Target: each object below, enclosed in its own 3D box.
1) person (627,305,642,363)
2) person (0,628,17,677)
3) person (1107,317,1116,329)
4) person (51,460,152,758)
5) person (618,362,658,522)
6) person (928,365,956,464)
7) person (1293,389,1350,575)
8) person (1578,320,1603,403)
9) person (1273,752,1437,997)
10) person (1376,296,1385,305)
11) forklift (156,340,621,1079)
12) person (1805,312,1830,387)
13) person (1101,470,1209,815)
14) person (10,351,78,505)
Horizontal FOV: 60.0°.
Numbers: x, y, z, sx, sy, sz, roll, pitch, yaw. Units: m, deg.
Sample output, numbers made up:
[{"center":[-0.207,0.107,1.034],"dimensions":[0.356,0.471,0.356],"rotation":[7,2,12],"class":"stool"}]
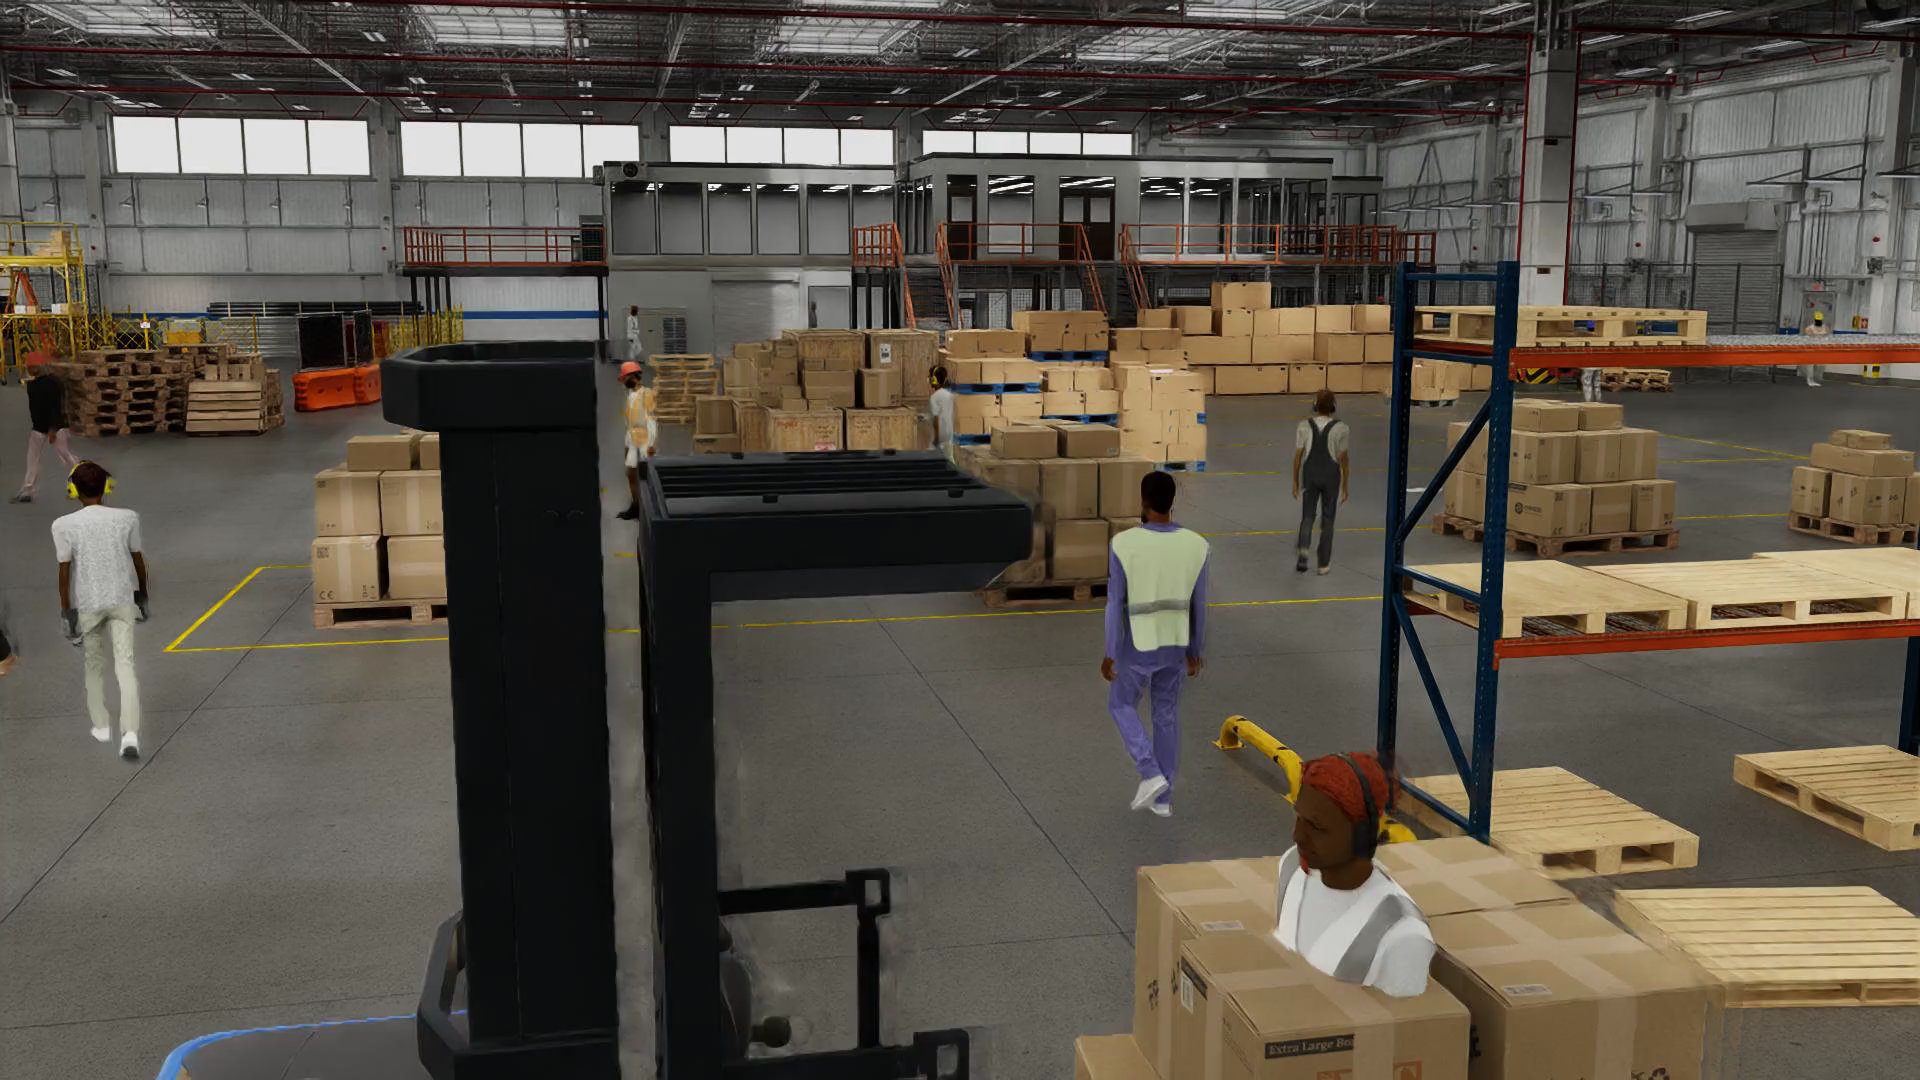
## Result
[{"center":[-9.733,-6.068,49.684],"dimensions":[0.423,1.868,0.607],"rotation":[2,9,9],"class":"person"},{"center":[-7.278,0.058,11.823],"dimensions":[0.679,2.000,1.052],"rotation":[2,10,13],"class":"person"},{"center":[3.230,-3.795,35.620],"dimensions":[0.372,1.940,0.627],"rotation":[0,9,1],"class":"person"},{"center":[-5.280,0.419,10.287],"dimensions":[0.520,1.833,0.936],"rotation":[-5,11,-28],"class":"person"},{"center":[-3.763,-1.147,19.659],"dimensions":[0.361,1.896,0.571],"rotation":[-9,13,-44],"class":"person"},{"center":[-0.208,-1.216,20.294],"dimensions":[1.001,1.830,0.531],"rotation":[6,11,33],"class":"person"},{"center":[3.502,-0.547,16.164],"dimensions":[0.525,1.827,0.517],"rotation":[4,10,21],"class":"person"},{"center":[12.850,-3.511,33.861],"dimensions":[0.616,1.945,0.404],"rotation":[-4,10,-22],"class":"person"},{"center":[0.956,1.413,4.096],"dimensions":[0.495,1.864,0.596],"rotation":[-3,10,-18],"class":"person"},{"center":[14.553,-7.451,57.734],"dimensions":[0.376,1.995,0.612],"rotation":[2,9,11],"class":"person"},{"center":[-0.972,0.949,3.841],"dimensions":[1.873,2.768,1.129],"rotation":[-2,10,-12],"class":"forklift"},{"center":[21.550,-4.790,41.919],"dimensions":[0.642,1.888,0.654],"rotation":[0,9,-2],"class":"person"},{"center":[1.054,0.572,9.101],"dimensions":[0.629,1.900,0.449],"rotation":[-3,10,-20],"class":"person"},{"center":[-11.672,-1.443,21.278],"dimensions":[0.626,1.944,1.033],"rotation":[4,10,21],"class":"person"}]
